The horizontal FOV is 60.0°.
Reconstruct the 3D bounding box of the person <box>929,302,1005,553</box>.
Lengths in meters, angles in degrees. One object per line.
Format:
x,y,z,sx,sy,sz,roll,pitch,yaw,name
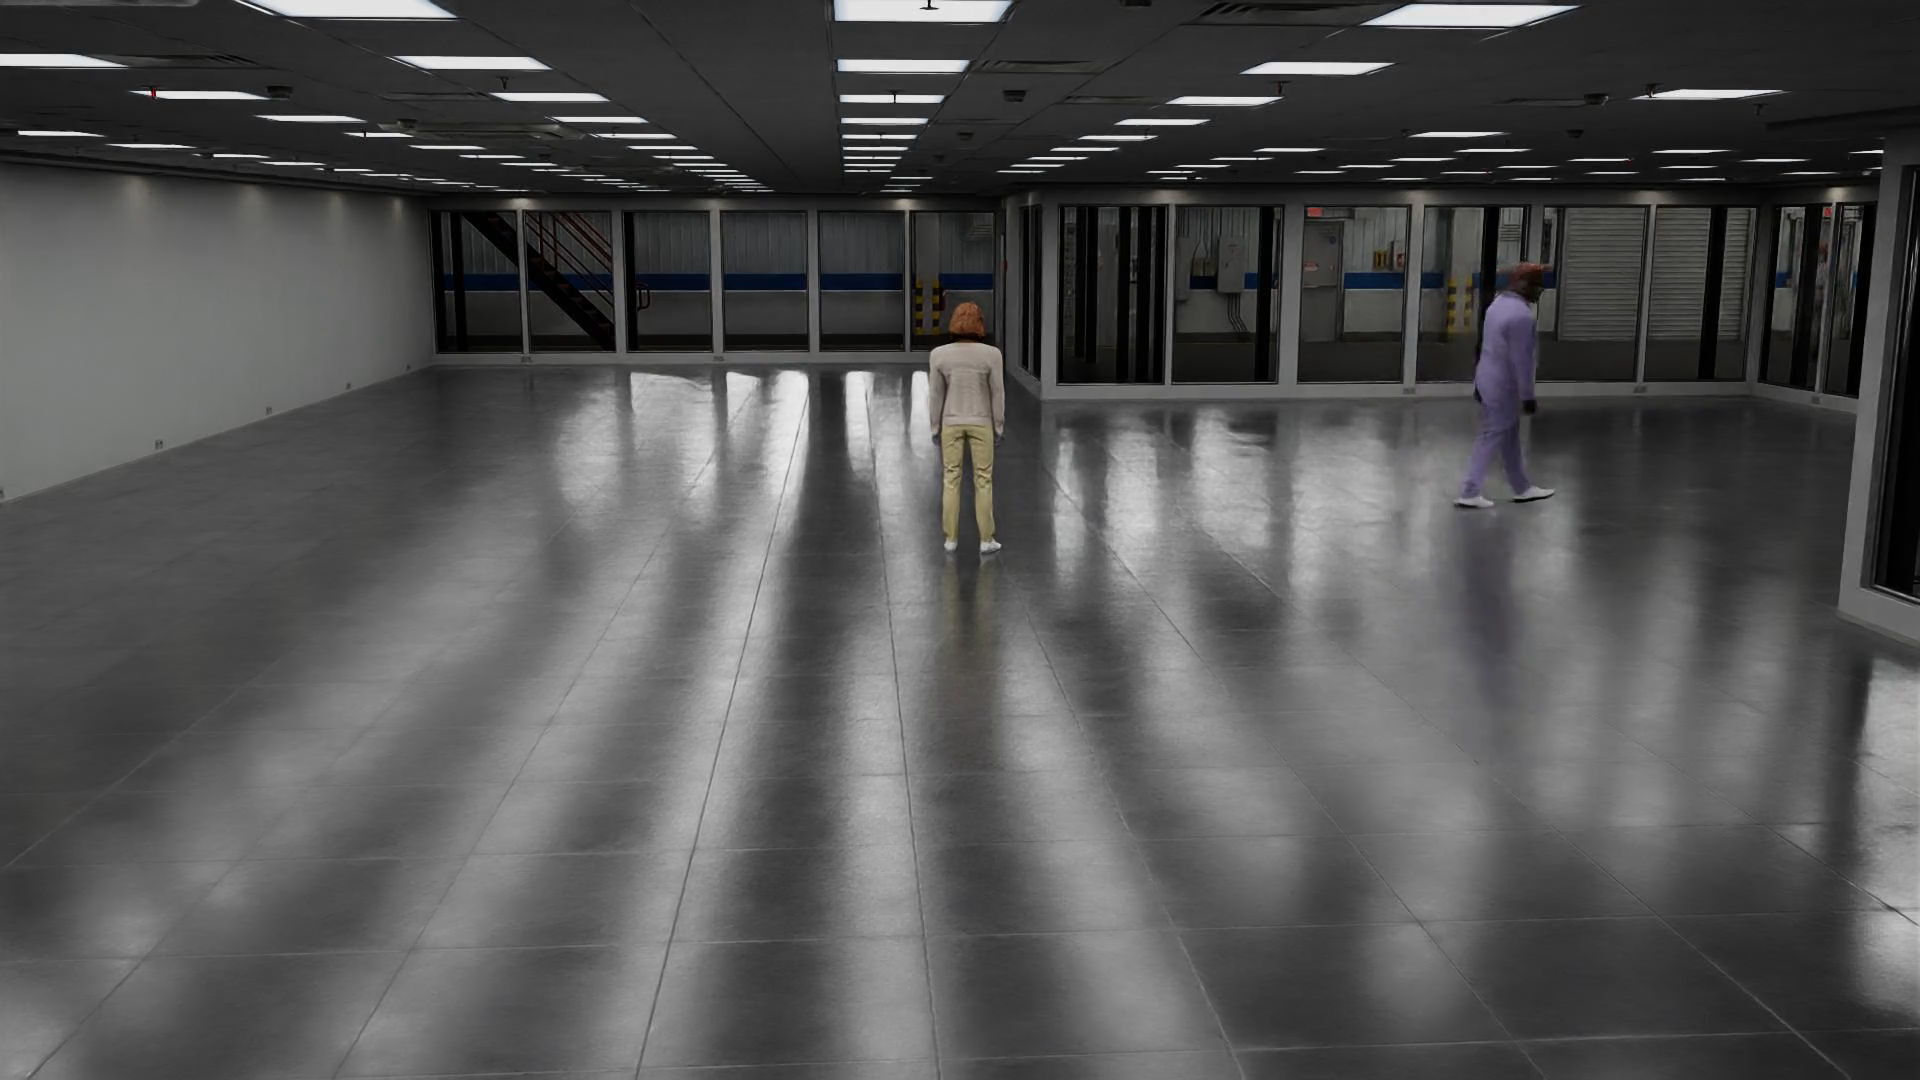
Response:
0.050,-0.724,10.828,0.498,1.634,0.278,2,11,11,person

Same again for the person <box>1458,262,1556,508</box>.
4.171,-1.142,12.486,0.831,1.857,0.737,0,11,-1,person
